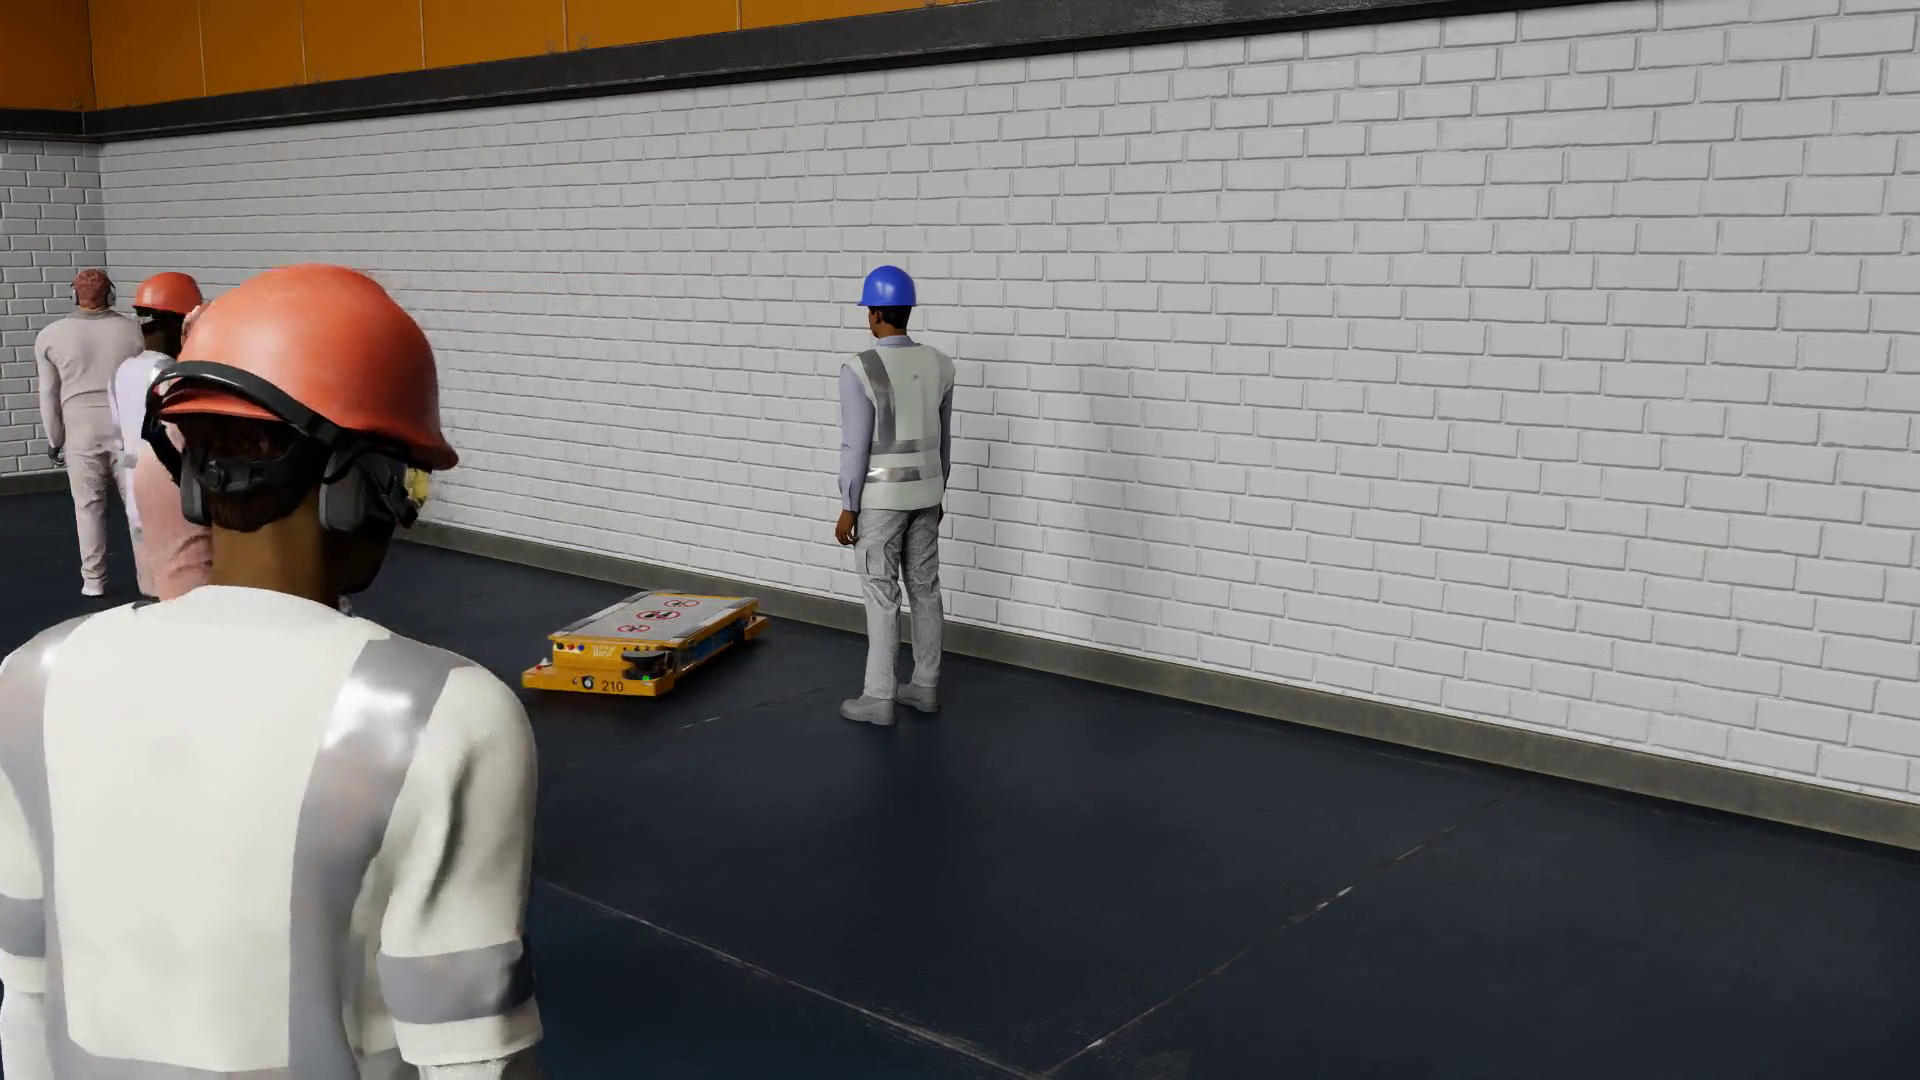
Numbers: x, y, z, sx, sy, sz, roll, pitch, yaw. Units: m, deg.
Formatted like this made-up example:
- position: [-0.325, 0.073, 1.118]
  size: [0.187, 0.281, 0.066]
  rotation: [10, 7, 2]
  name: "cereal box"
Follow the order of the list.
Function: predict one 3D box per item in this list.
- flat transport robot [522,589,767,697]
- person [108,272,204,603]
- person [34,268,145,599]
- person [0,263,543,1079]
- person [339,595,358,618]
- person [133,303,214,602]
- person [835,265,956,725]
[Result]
- position: [-1.494, 0.476, 8.107]
  size: [0.652, 0.197, 1.431]
  rotation: [2, 10, 14]
  name: "flat transport robot"
- position: [-3.121, -0.098, 6.663]
  size: [0.542, 1.928, 0.377]
  rotation: [7, 12, 36]
  name: "person"
- position: [-4.963, -0.614, 9.661]
  size: [0.642, 1.909, 0.399]
  rotation: [-5, 11, -25]
  name: "person"
- position: [-0.687, 0.727, 1.745]
  size: [0.643, 2.012, 0.519]
  rotation: [2, 10, 12]
  name: "person"
- position: [-2.067, 0.196, 5.116]
  size: [0.960, 1.890, 0.534]
  rotation: [-1, 10, -7]
  name: "person"
- position: [-1.859, 0.334, 4.287]
  size: [0.524, 1.891, 0.659]
  rotation: [-1, 10, -6]
  name: "person"
- position: [-0.282, -0.186, 7.103]
  size: [0.388, 1.948, 0.605]
  rotation: [10, 14, 44]
  name: "person"
